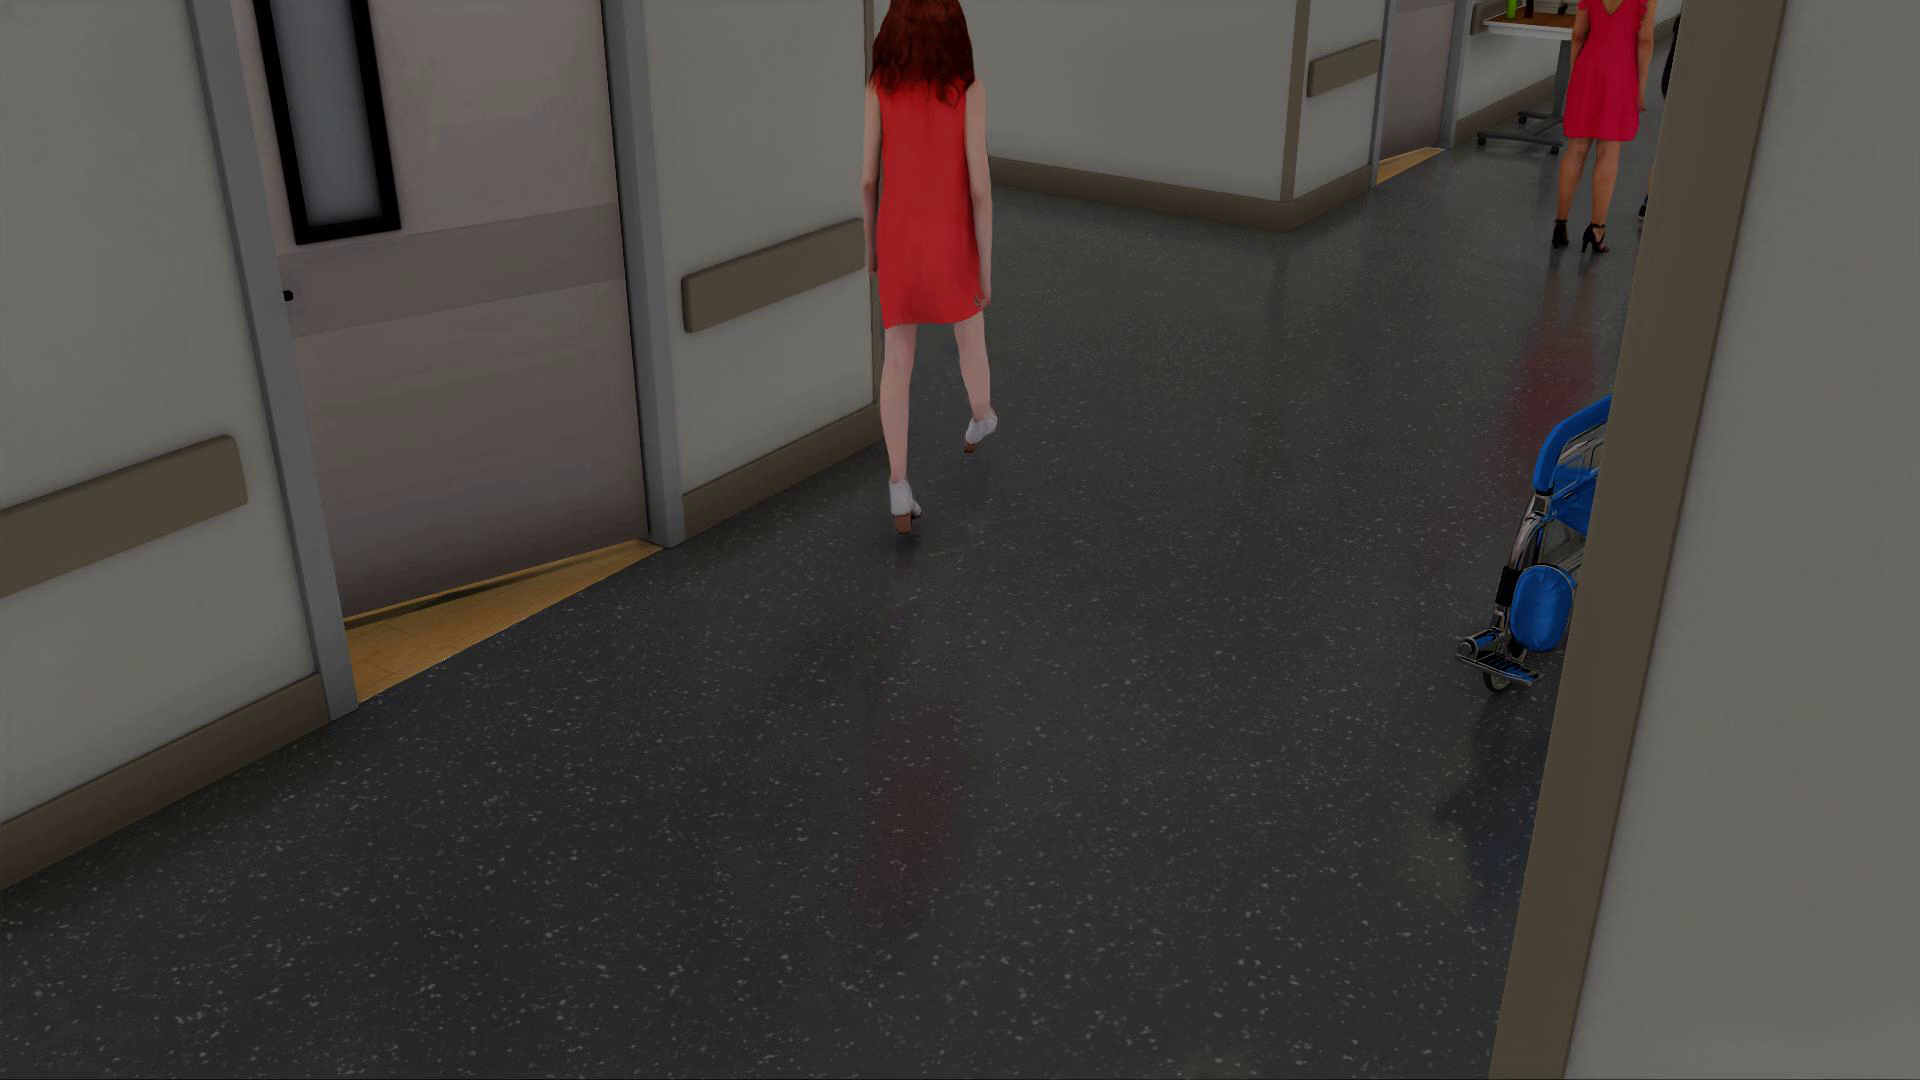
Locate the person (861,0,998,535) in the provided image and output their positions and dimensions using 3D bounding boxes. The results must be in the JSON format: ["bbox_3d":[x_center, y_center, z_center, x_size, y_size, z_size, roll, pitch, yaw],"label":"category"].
[{"bbox_3d":[-0.137,-0.873,5.451,0.925,1.775,1.218,6,26,12],"label":"person"}]

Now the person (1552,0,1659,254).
[{"bbox_3d":[3.326,-2.365,8.601,0.602,1.727,0.578,22,34,38],"label":"person"}]
